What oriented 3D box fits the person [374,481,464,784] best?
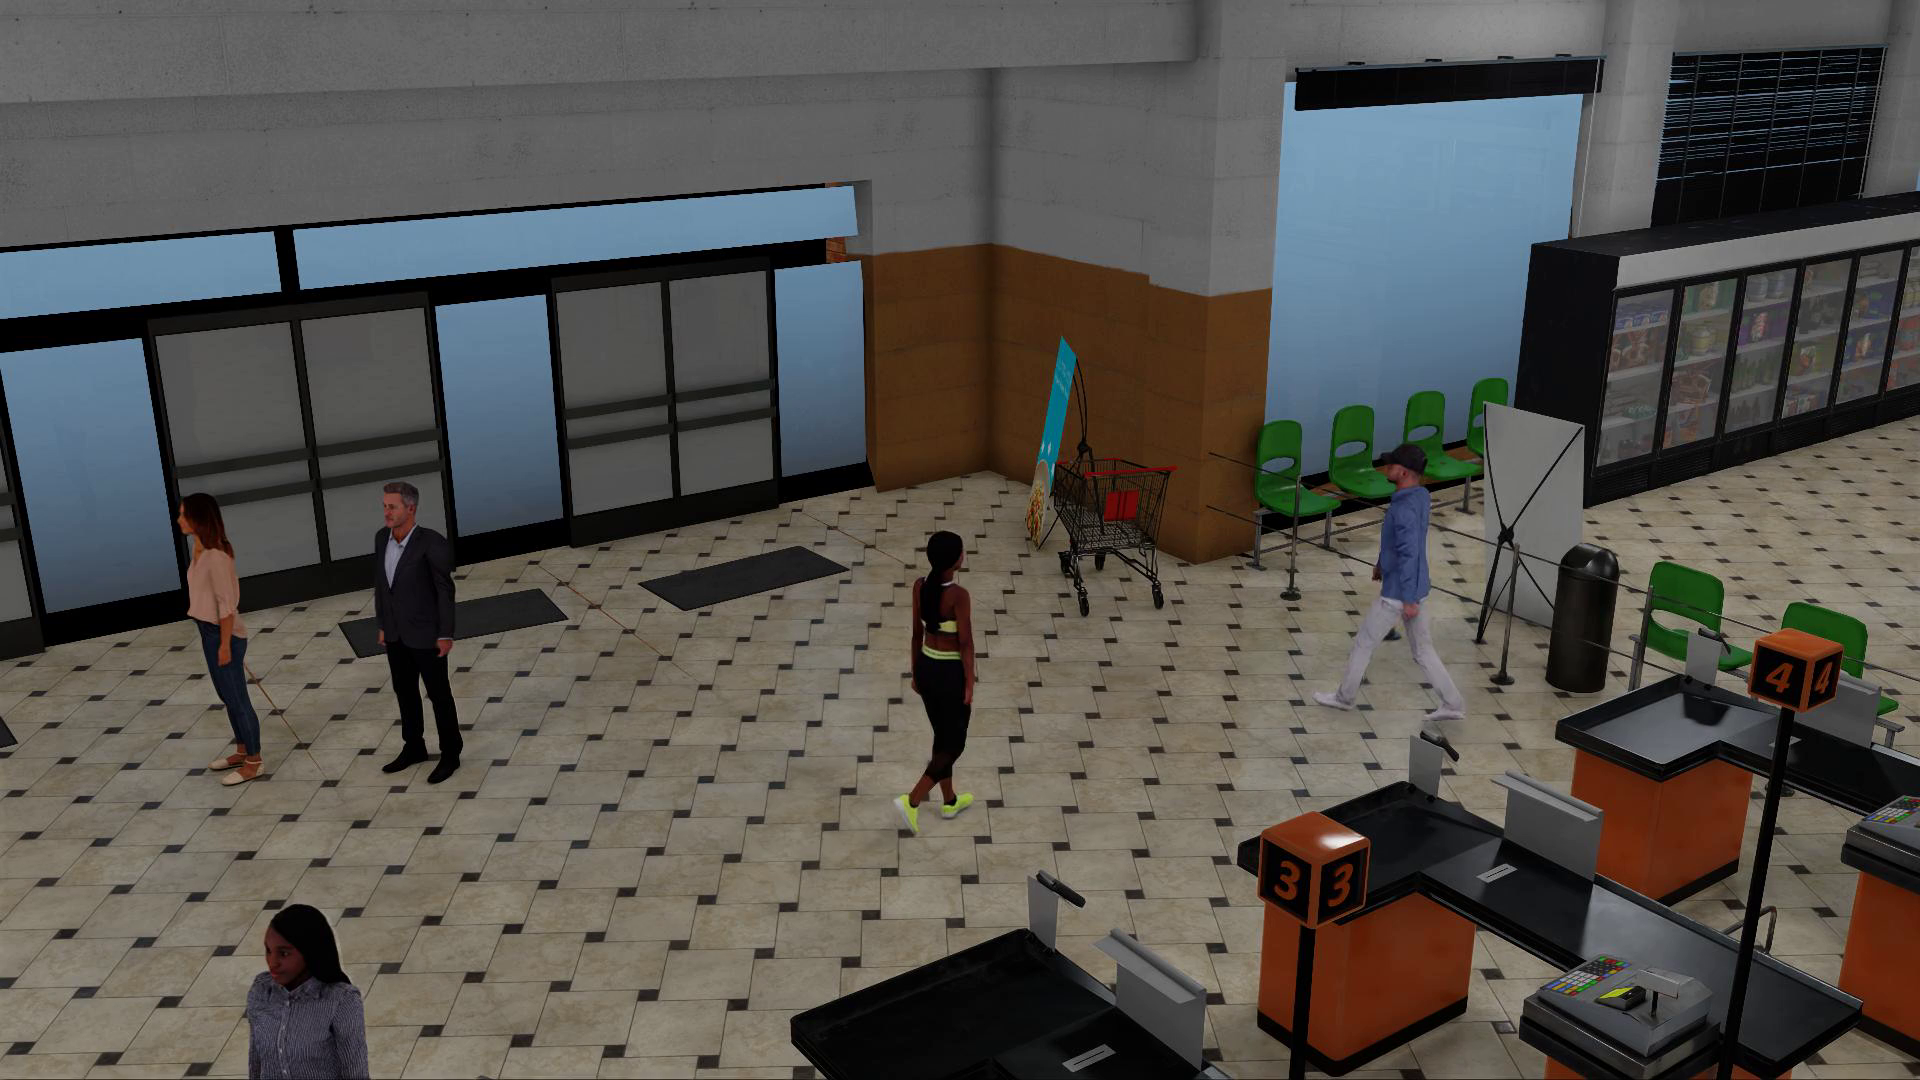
[{"bbox_3d":[-3.250,0.525,9.904,0.741,1.841,0.875,8,20,23],"label":"person"}]

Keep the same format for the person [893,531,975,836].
[{"bbox_3d":[-0.155,0.820,9.194,0.972,1.735,0.819,14,23,35],"label":"person"}]

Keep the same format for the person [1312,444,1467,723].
[{"bbox_3d":[2.882,0.326,10.490,1.280,1.842,0.919,12,22,32],"label":"person"}]

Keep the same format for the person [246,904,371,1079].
[{"bbox_3d":[-2.184,2.013,5.672,0.655,1.725,0.733,5,19,14],"label":"person"}]

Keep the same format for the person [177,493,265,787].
[{"bbox_3d":[-4.357,0.572,9.840,0.641,1.792,0.451,-13,22,-33],"label":"person"}]
